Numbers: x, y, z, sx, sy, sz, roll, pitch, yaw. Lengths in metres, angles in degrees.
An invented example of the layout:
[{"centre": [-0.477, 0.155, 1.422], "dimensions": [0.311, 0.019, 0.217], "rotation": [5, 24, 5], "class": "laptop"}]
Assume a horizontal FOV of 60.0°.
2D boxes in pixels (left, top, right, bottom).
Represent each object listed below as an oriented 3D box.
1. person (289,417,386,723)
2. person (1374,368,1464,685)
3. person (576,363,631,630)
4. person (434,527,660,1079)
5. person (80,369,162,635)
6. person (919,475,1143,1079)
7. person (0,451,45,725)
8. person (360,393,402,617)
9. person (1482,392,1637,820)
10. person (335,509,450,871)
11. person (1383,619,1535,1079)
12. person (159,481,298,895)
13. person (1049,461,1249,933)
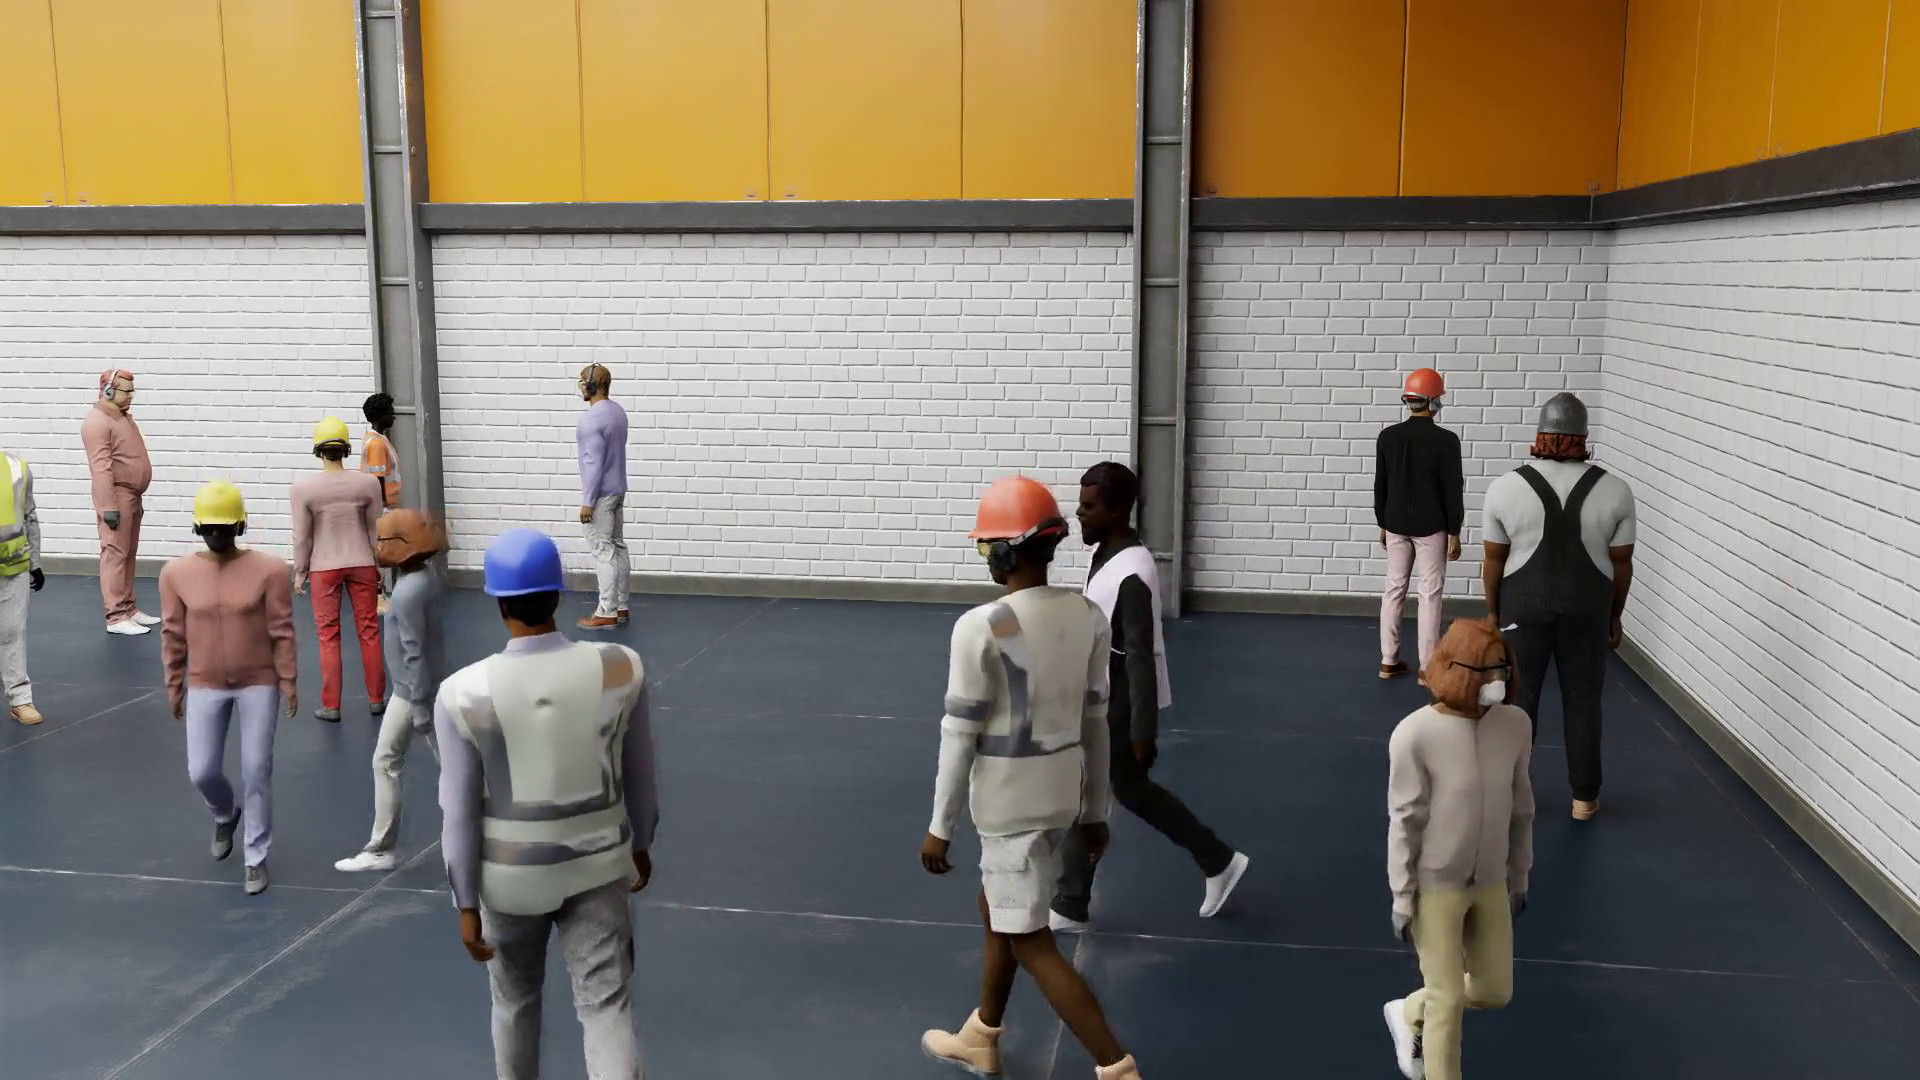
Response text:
[{"centre": [-3.591, 0.171, 9.636], "dimensions": [0.523, 1.769, 0.315], "rotation": [-6, 11, -33], "class": "person"}, {"centre": [2.898, -0.083, 10.497], "dimensions": [0.375, 1.997, 0.611], "rotation": [-9, 13, -43], "class": "person"}, {"centre": [-2.608, -0.316, 12.107], "dimensions": [0.358, 1.938, 0.636], "rotation": [1, 9, 9], "class": "person"}, {"centre": [-1.114, 0.917, 4.620], "dimensions": [0.613, 1.912, 0.957], "rotation": [-4, 10, -21], "class": "person"}, {"centre": [-6.035, -0.278, 11.995], "dimensions": [0.407, 1.902, 0.638], "rotation": [-2, 9, -12], "class": "person"}, {"centre": [0.256, 0.806, 5.045], "dimensions": [1.001, 2.002, 0.599], "rotation": [8, 12, 41], "class": "person"}, {"centre": [-5.520, 0.170, 9.414], "dimensions": [0.429, 1.842, 0.635], "rotation": [9, 13, 43], "class": "person"}, {"centre": [-4.384, -0.268, 12.590], "dimensions": [0.321, 1.689, 0.530], "rotation": [-3, 10, -16], "class": "person"}, {"centre": [2.824, 0.310, 7.938], "dimensions": [0.683, 2.000, 0.538], "rotation": [2, 9, 14], "class": "person"}, {"centre": [-2.282, 0.647, 7.220], "dimensions": [0.825, 1.600, 0.501], "rotation": [-1, 9, -3], "class": "person"}, {"centre": [1.447, 1.007, 4.936], "dimensions": [0.505, 1.615, 0.560], "rotation": [-4, 10, -21], "class": "person"}, {"centre": [-3.074, 0.604, 7.037], "dimensions": [0.526, 1.748, 0.468], "rotation": [-3, 10, -16], "class": "person"}, {"centre": [0.685, 0.621, 6.498], "dimensions": [0.885, 1.888, 0.588], "rotation": [0, 9, 1], "class": "person"}]
